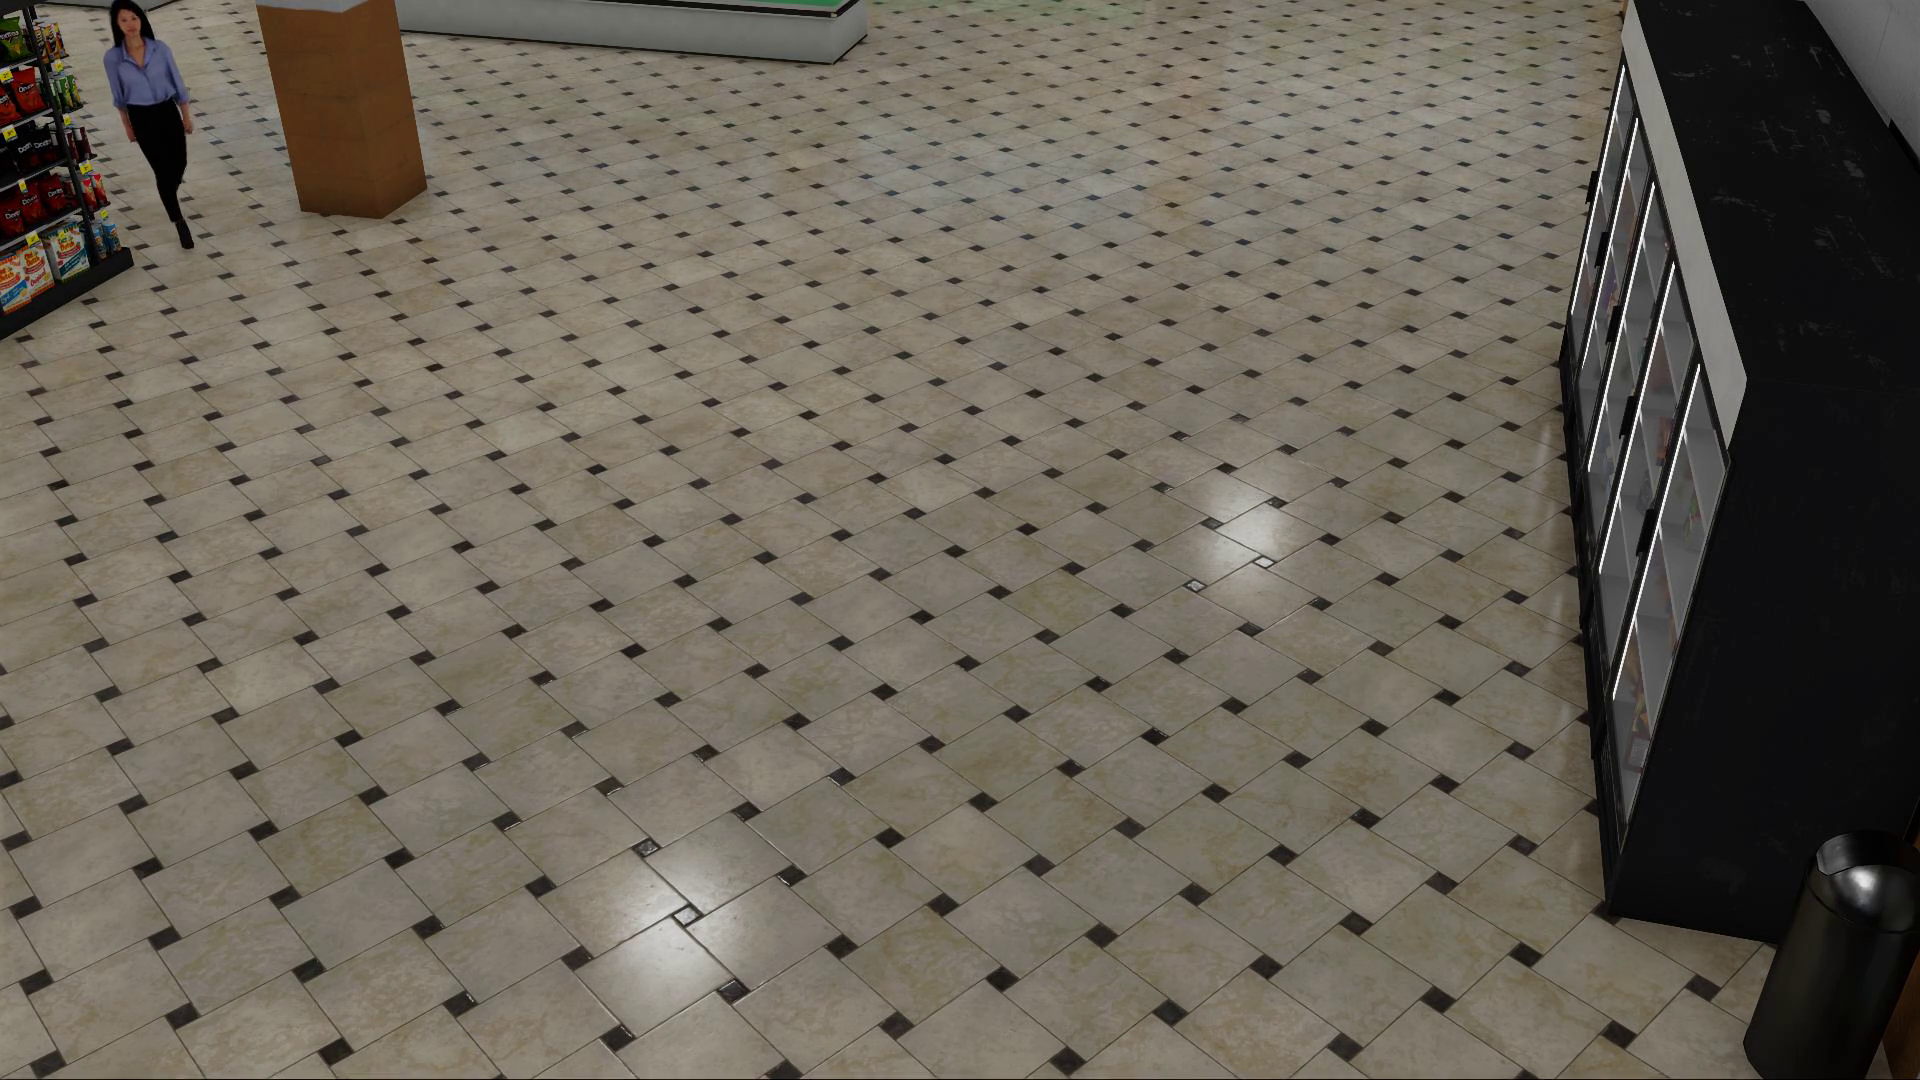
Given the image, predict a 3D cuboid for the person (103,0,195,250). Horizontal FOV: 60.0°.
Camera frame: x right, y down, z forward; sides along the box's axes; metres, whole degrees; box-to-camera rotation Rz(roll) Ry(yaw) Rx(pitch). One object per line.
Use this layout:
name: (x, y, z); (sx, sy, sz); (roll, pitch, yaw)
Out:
person: (-5.792, -3.013, 11.979); (1.071, 1.715, 1.164); (-20, 37, -29)
